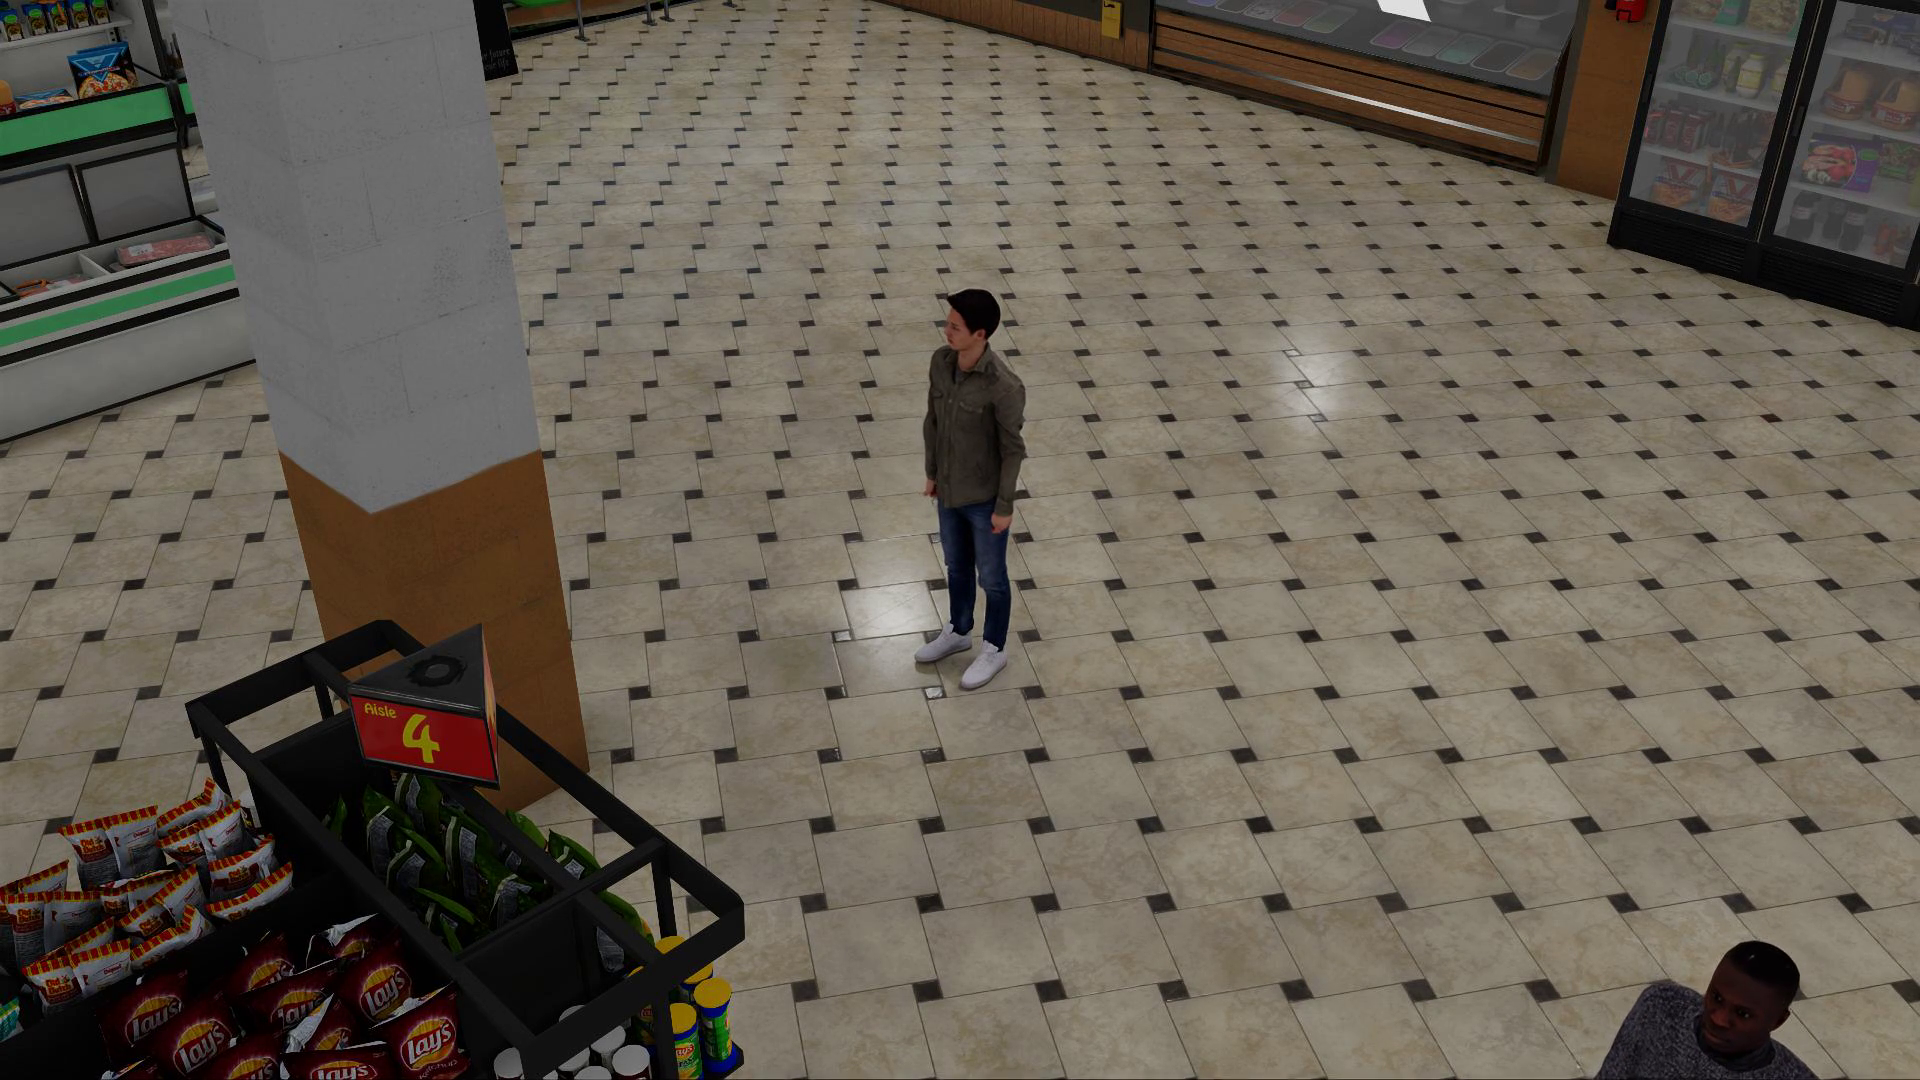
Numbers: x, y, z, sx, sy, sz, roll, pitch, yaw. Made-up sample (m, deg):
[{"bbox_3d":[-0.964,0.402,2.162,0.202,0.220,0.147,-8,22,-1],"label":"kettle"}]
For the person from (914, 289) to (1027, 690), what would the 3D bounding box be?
[{"bbox_3d":[0.071,-0.230,7.190,0.573,1.868,0.694,-26,40,-35],"label":"person"}]

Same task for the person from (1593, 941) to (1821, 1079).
[{"bbox_3d":[1.779,1.677,4.153,0.531,1.838,0.677,-26,40,-35],"label":"person"}]
